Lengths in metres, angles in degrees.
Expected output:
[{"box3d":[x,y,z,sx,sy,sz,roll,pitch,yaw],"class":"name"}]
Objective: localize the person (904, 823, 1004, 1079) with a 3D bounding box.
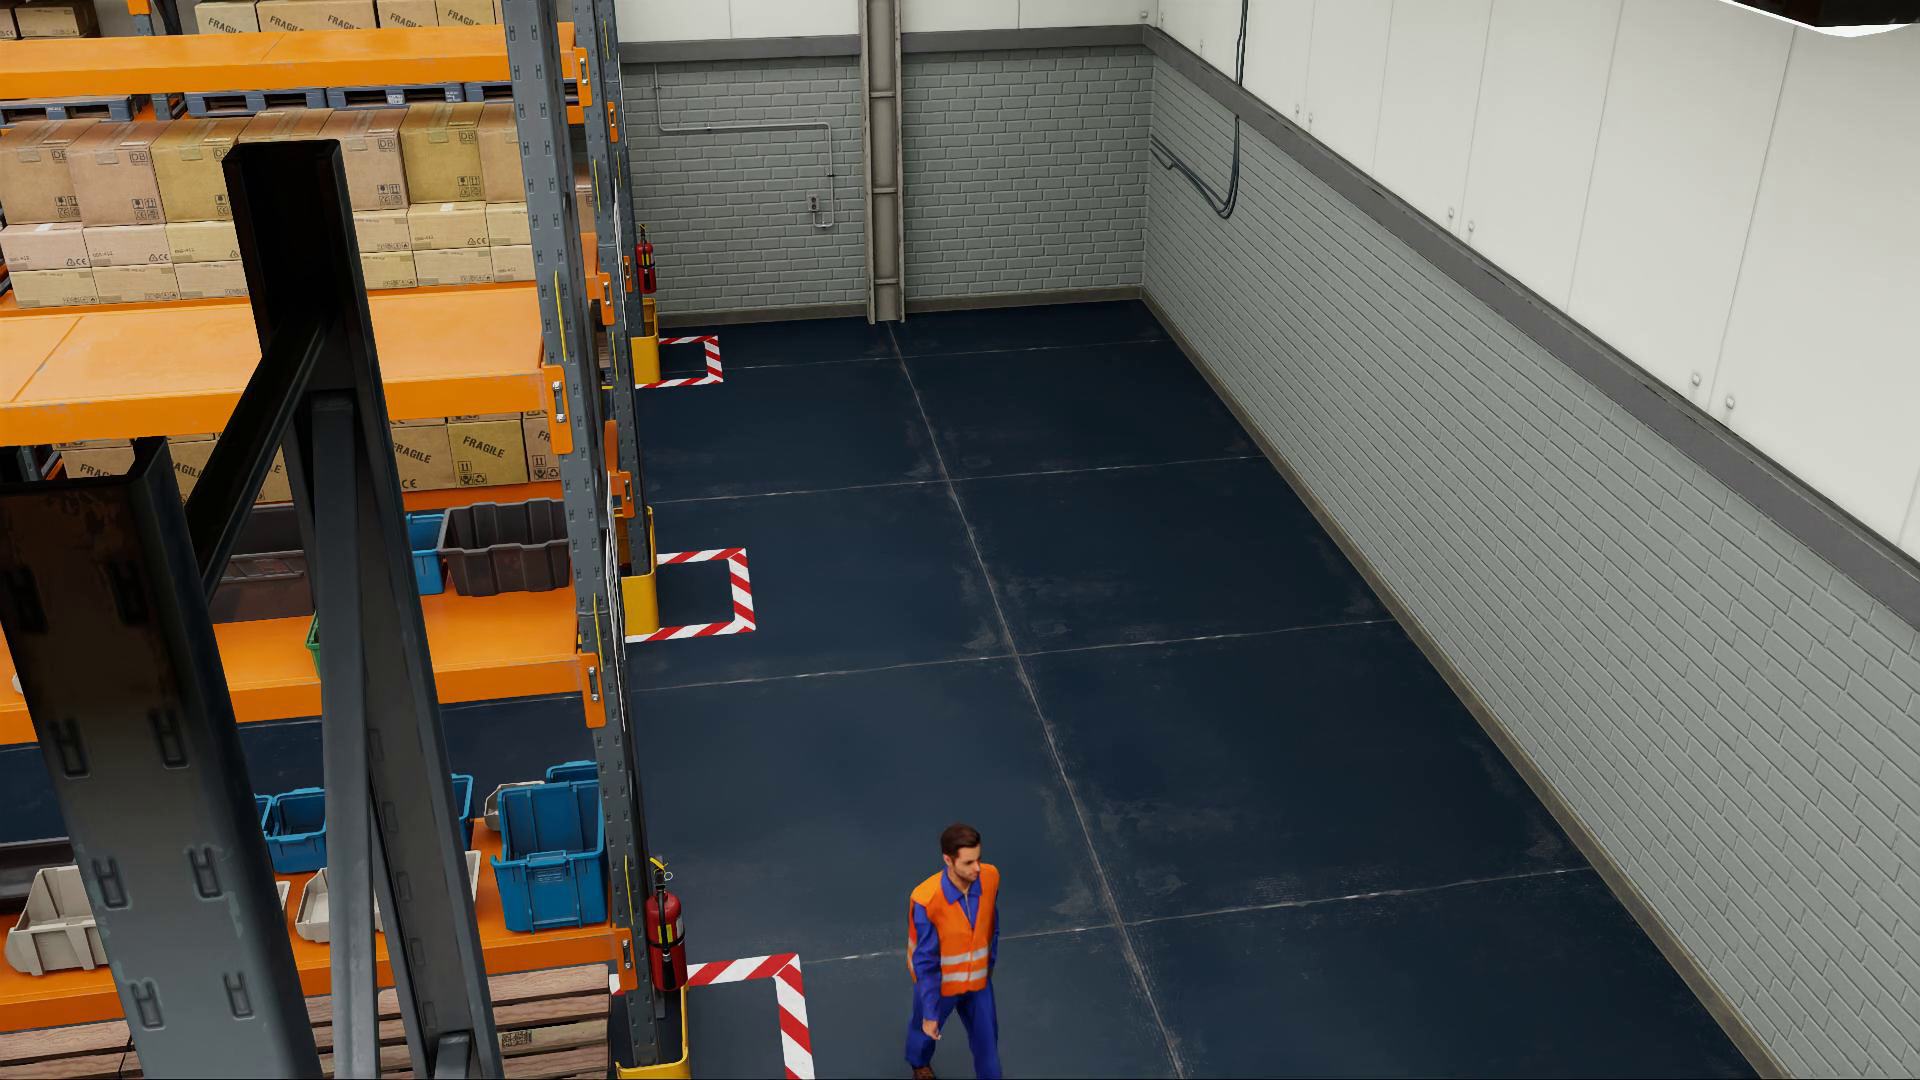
[{"box3d":[-0.086,2.096,8.029,1.240,1.814,1.070,-16,32,-28],"class":"person"}]
